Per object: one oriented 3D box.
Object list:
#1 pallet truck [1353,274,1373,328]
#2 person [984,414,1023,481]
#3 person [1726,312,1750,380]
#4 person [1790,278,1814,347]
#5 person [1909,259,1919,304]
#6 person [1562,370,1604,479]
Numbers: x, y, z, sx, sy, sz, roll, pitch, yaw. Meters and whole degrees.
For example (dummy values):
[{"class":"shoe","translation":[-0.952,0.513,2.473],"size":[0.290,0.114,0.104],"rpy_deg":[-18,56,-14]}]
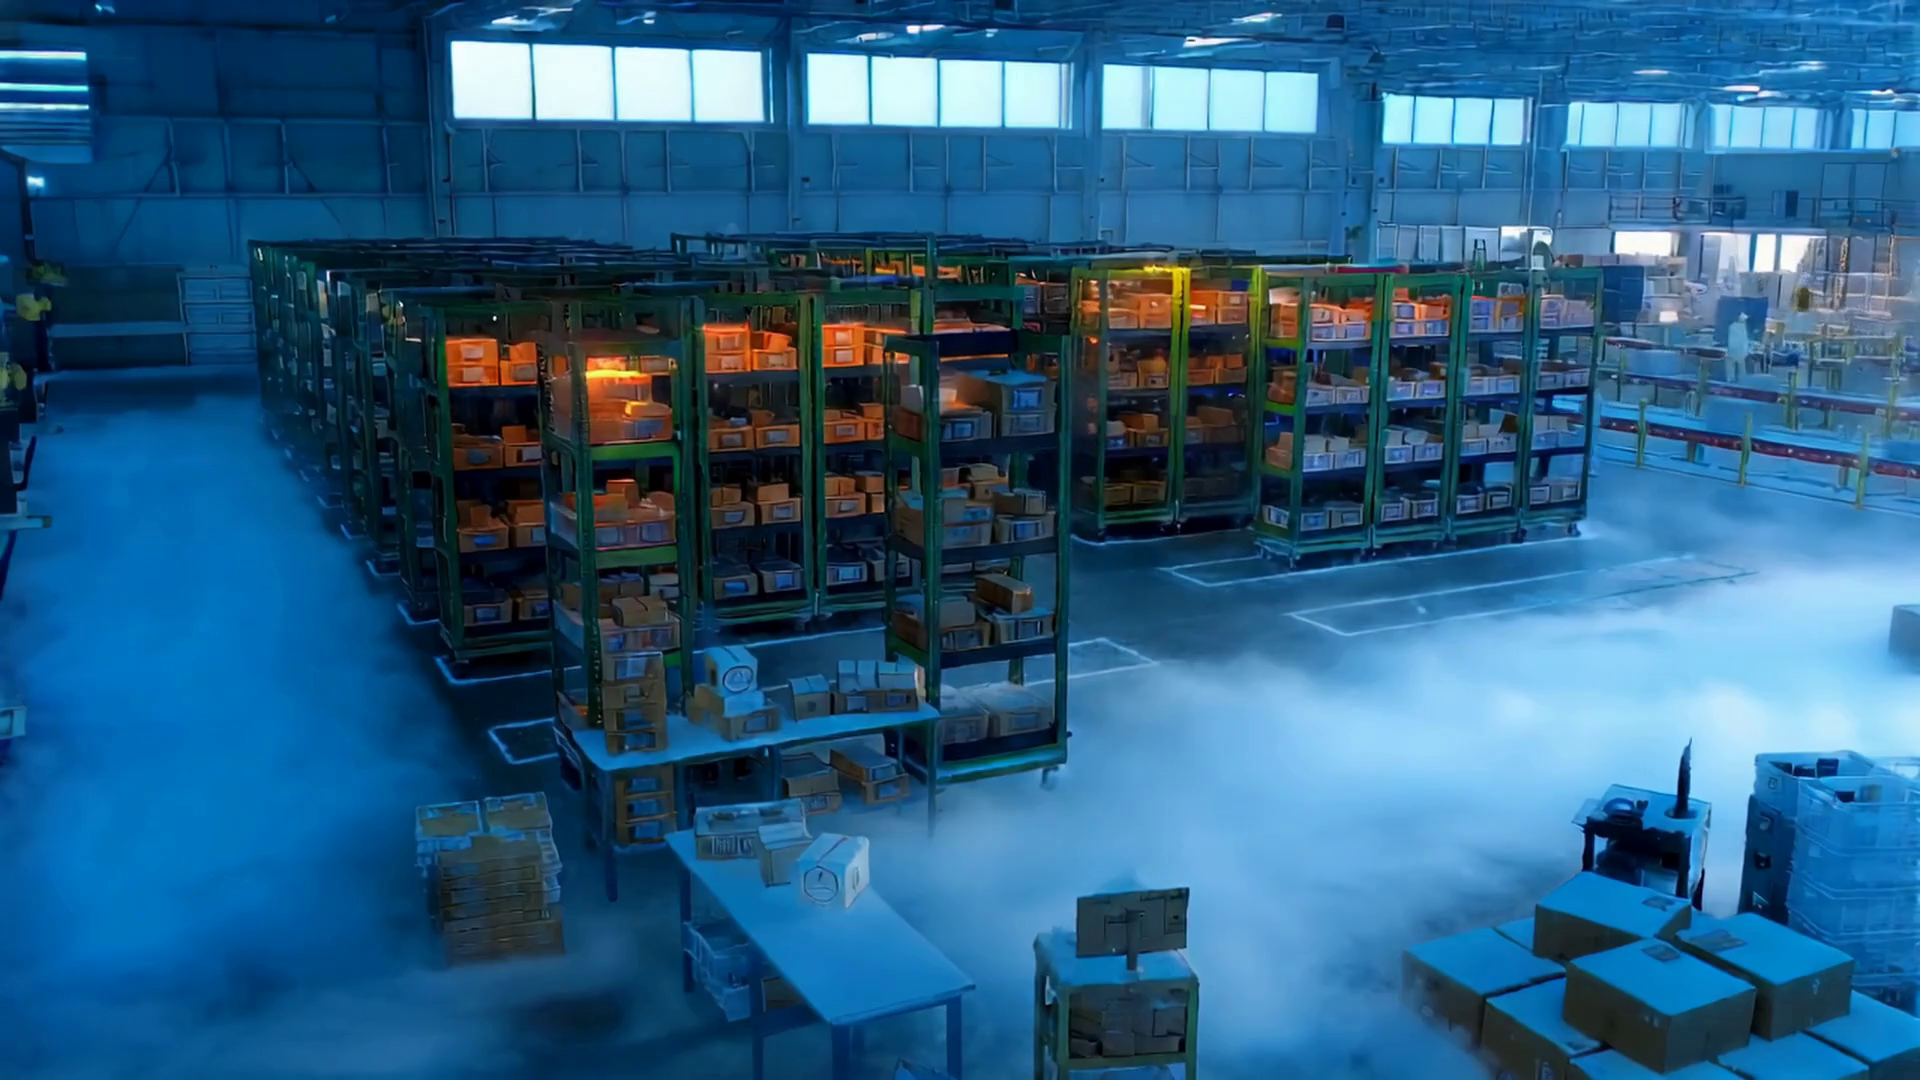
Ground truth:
[{"class":"pallet truck","translation":[13.011,-8.050,55.243],"size":[0.823,1.965,1.885],"rpy_deg":[-7,14,-28]},{"class":"person","translation":[0.614,-1.206,23.364],"size":[0.630,1.951,0.994],"rpy_deg":[-4,13,-16]},{"class":"person","translation":[17.763,-4.276,37.919],"size":[0.414,1.870,0.688],"rpy_deg":[-1,12,-2]},{"class":"person","translation":[24.695,-6.682,48.872],"size":[0.622,1.978,1.074],"rpy_deg":[4,13,19]},{"class":"person","translation":[38.053,-10.260,65.975],"size":[0.515,1.827,0.392],"rpy_deg":[-7,14,-31]},{"class":"person","translation":[10.135,-1.890,27.005],"size":[0.556,1.740,0.705],"rpy_deg":[-6,13,-24]}]
